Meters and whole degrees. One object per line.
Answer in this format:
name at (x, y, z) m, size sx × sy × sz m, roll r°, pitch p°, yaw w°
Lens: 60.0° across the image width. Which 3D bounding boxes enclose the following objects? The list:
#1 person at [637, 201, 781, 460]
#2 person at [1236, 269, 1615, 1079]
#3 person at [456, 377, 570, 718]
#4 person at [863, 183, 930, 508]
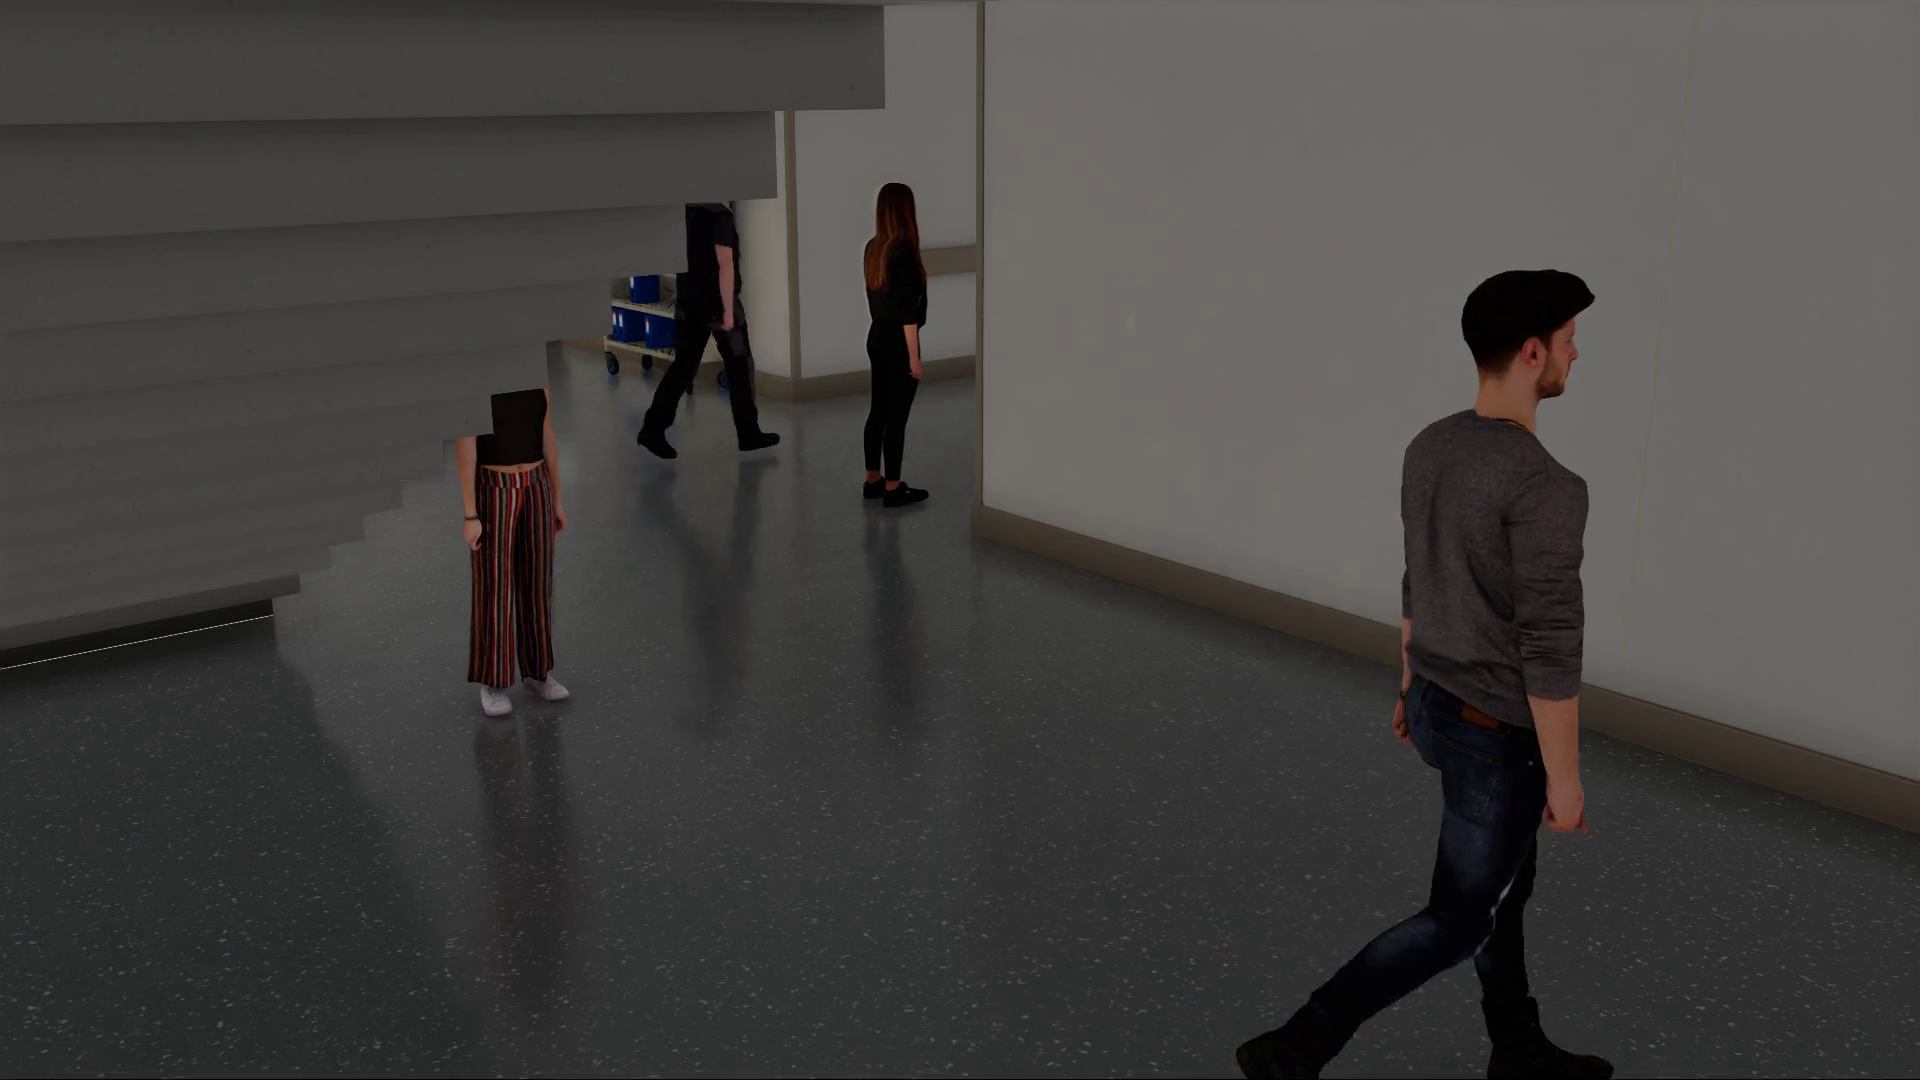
person at (-1.568, -1.352, 9.833) m, size 1.150 × 1.809 × 0.872 m, roll 14°, pitch 21°, yaw 41°
person at (1.008, 0.409, 3.469) m, size 1.131 × 1.872 × 1.233 m, roll -3°, pitch 16°, yaw -11°
person at (-1.632, -0.150, 6.027) m, size 0.555 × 1.561 × 0.494 m, roll -13°, pitch 21°, yaw -39°
person at (-0.377, -1.046, 8.928) m, size 0.692 × 1.710 × 0.545 m, roll -8°, pitch 18°, yaw -26°
